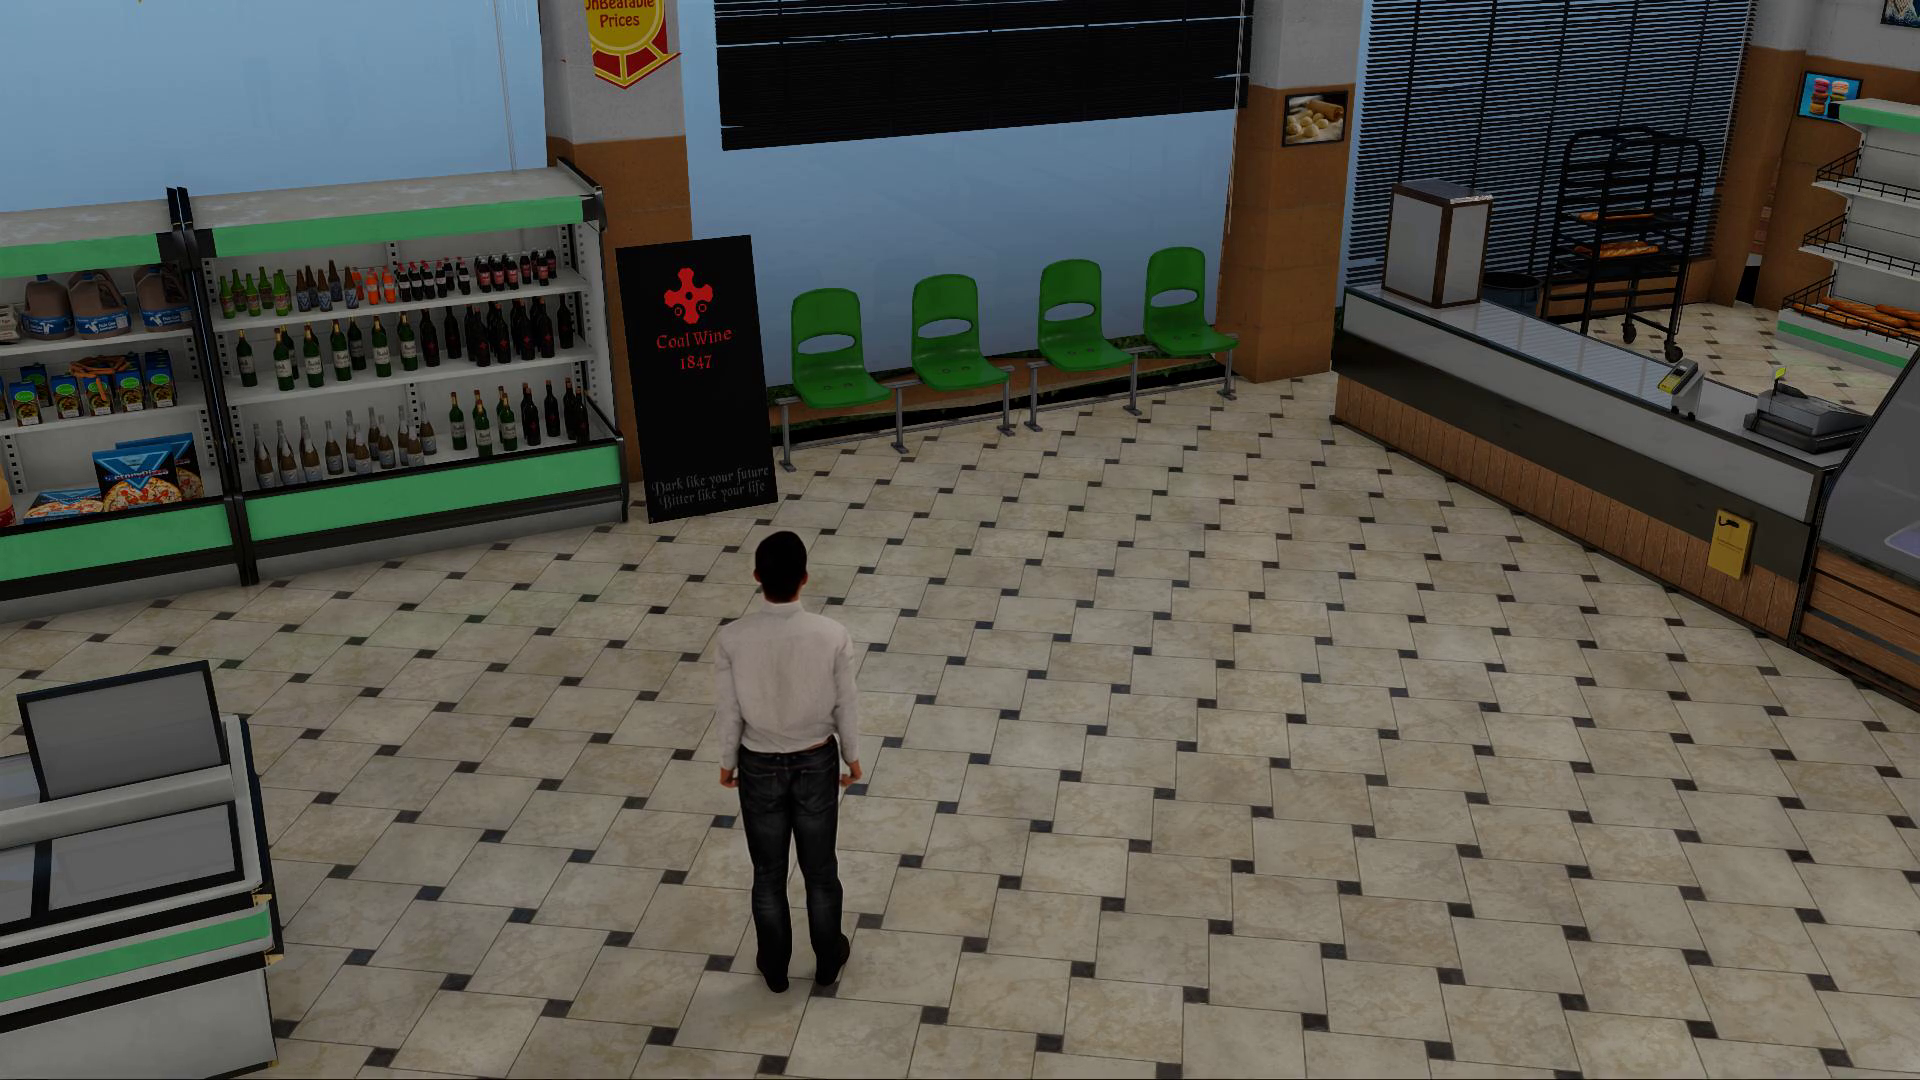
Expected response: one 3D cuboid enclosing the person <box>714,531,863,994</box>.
[{"bbox_3d":[-0.619,0.817,5.999,0.612,1.810,0.795,-2,24,-5],"label":"person"}]
